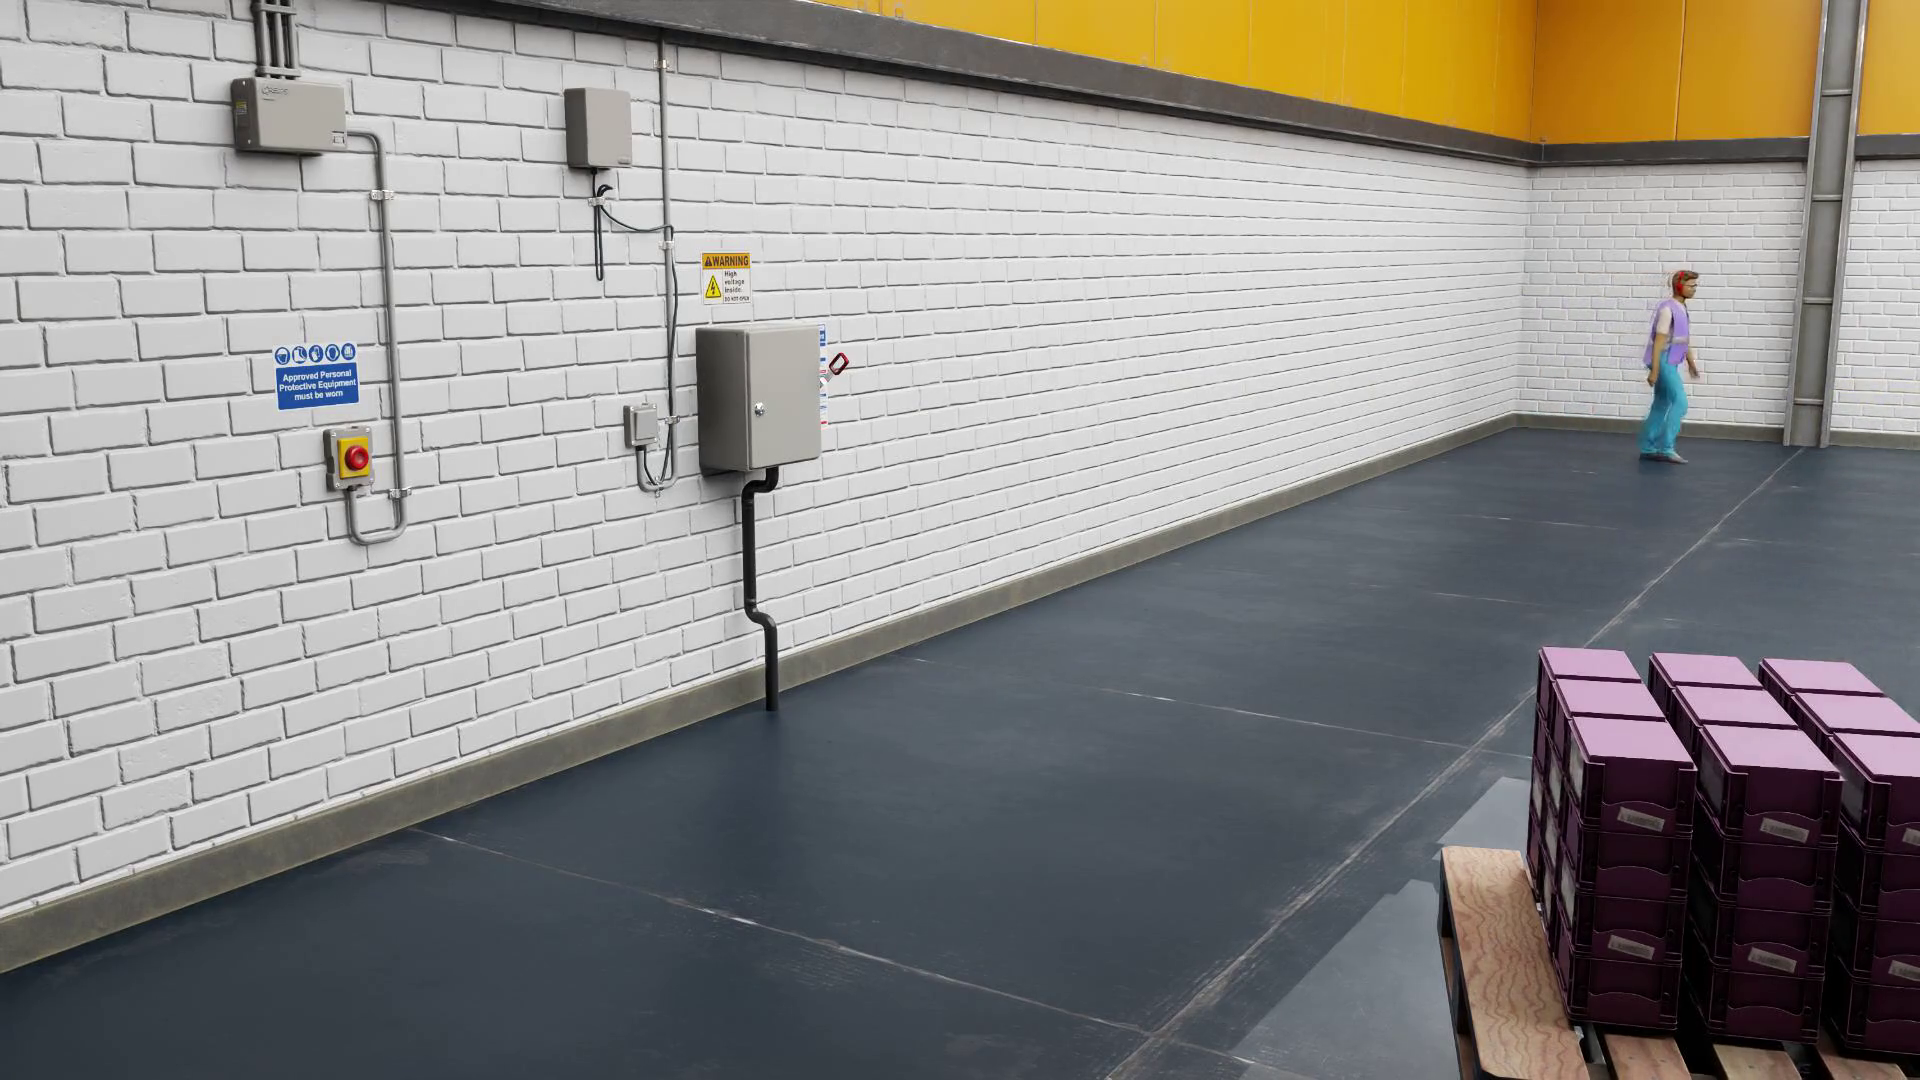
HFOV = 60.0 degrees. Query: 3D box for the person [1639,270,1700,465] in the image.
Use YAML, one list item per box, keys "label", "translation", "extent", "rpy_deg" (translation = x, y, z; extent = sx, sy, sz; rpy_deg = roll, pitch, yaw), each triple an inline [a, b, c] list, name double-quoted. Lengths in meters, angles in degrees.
- label: "person"
  translation: [6.732, -1.618, 15.649]
  extent: [0.618, 1.819, 0.601]
  rpy_deg: [6, 12, 32]
